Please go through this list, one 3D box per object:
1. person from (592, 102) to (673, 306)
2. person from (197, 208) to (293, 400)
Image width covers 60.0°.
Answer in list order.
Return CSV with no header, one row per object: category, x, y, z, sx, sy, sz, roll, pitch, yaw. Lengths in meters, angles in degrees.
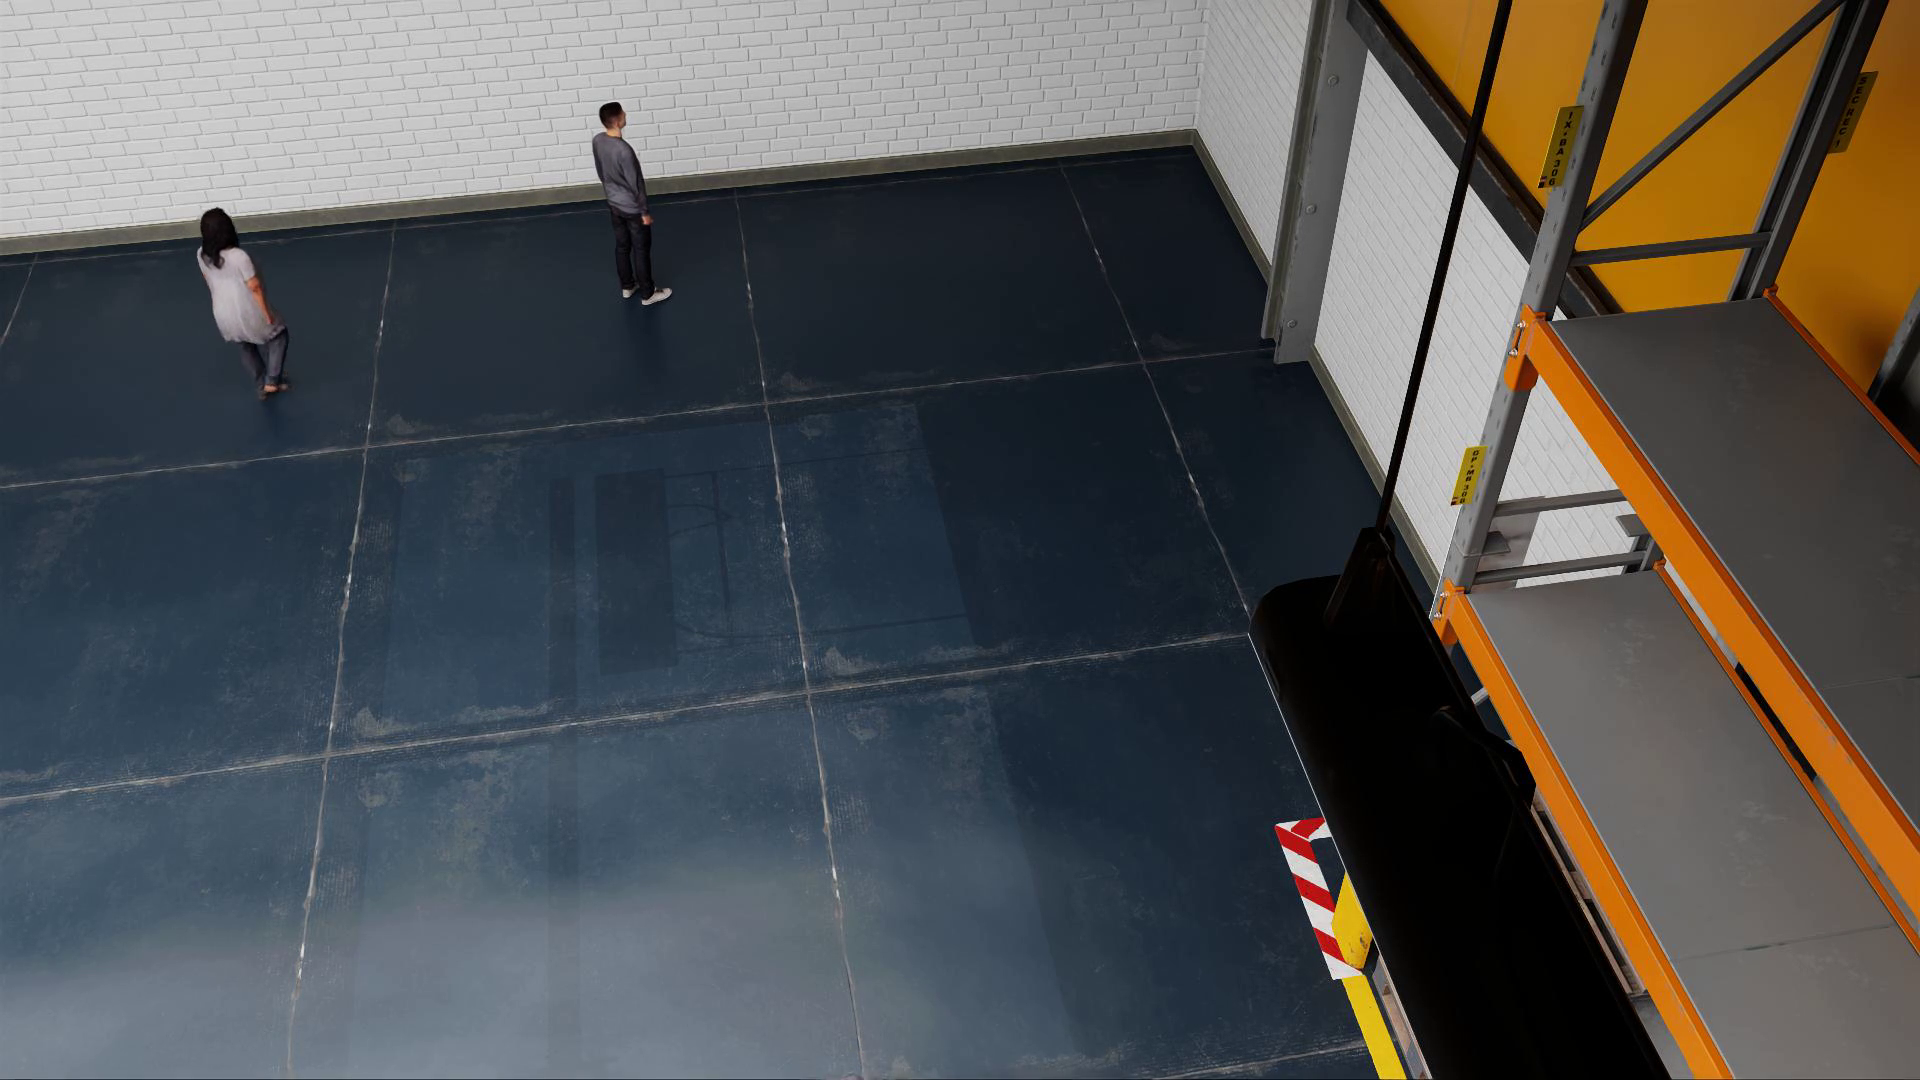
person,-2.659,-2.682,13.275,0.688,1.760,0.757,28,50,26
person,-5.358,-1.690,12.351,0.750,1.600,0.777,9,44,10
